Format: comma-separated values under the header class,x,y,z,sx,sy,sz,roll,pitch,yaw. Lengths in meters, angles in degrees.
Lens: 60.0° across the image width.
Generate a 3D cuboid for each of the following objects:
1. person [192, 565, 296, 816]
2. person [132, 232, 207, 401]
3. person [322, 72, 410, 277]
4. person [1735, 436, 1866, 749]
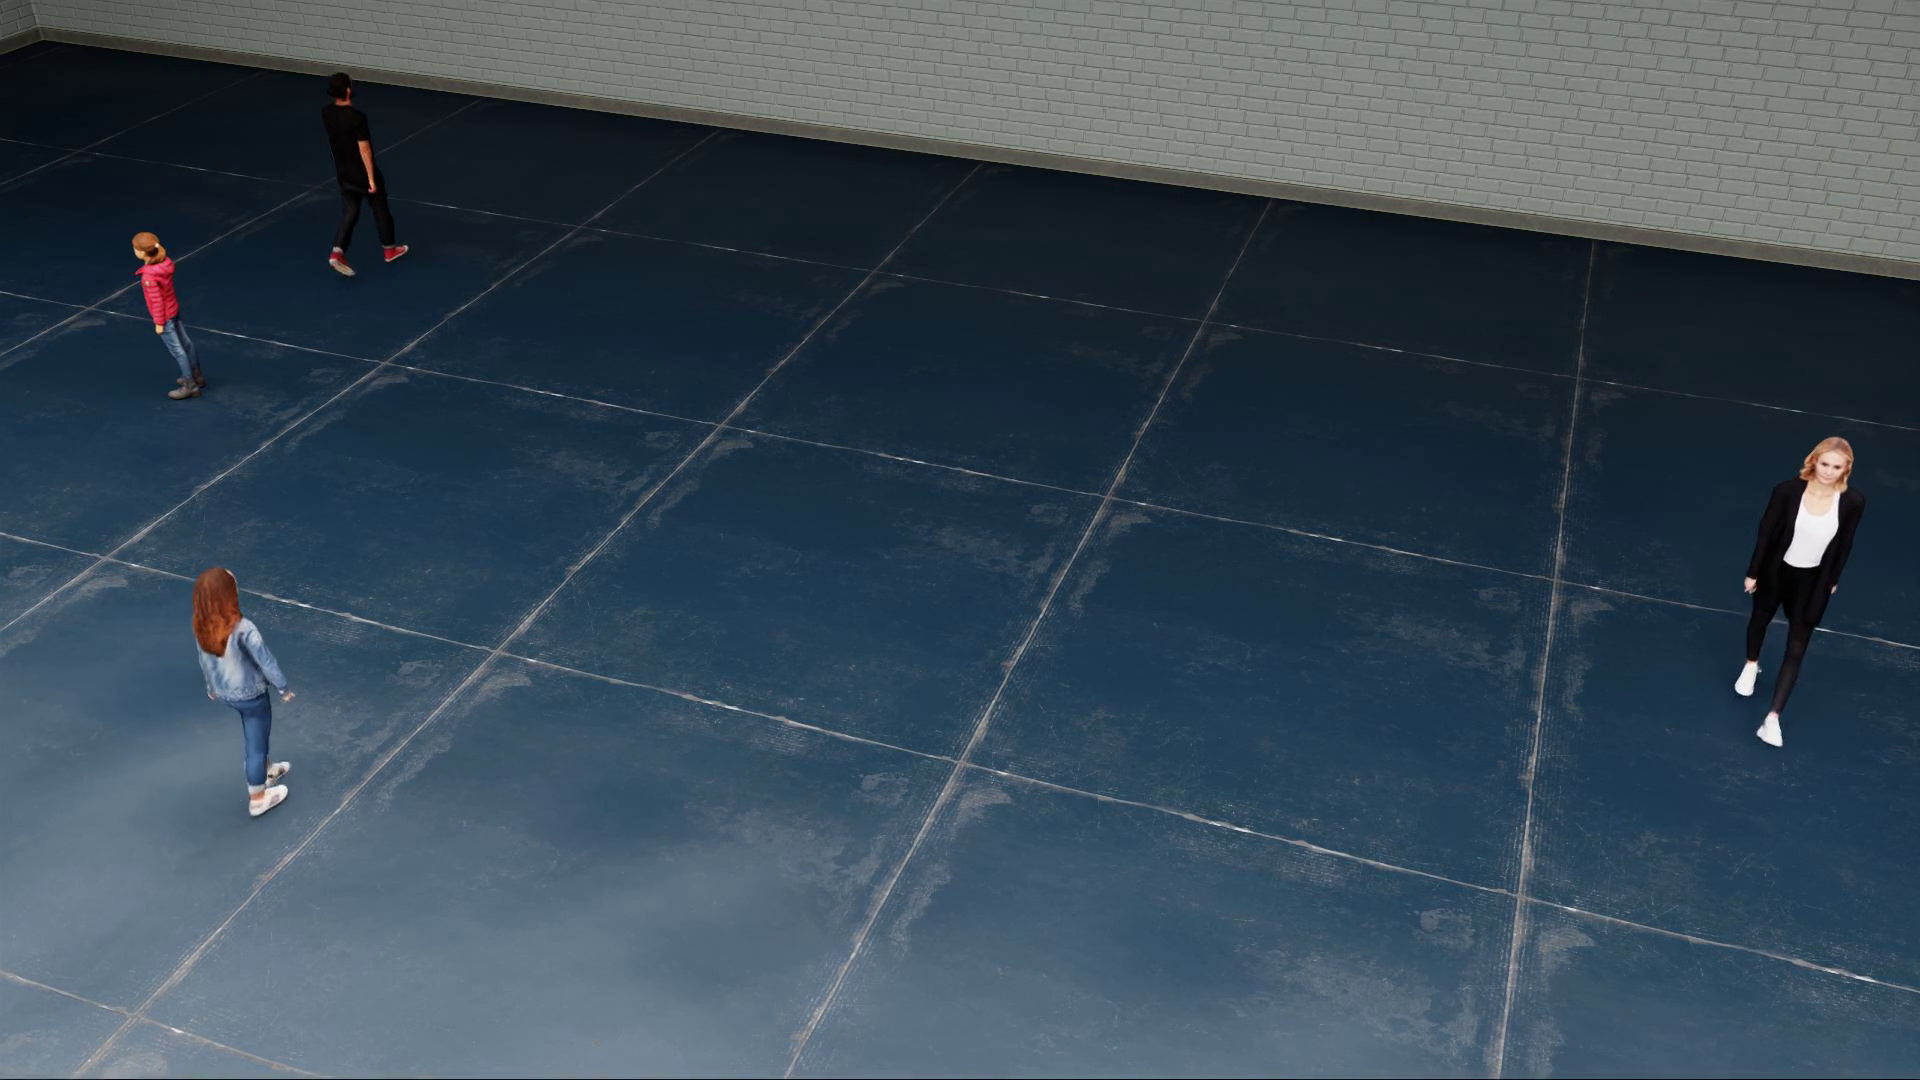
class,x,y,z,sx,sy,sz,roll,pitch,yaw
person,-3.737,0.814,8.540,0.591,1.463,0.606,13,35,19
person,-5.963,-1.704,12.544,0.637,1.317,0.533,-2,33,-3
person,-5.260,-3.123,14.348,0.657,1.730,1.077,12,35,18
person,4.614,0.182,9.233,0.690,1.765,1.106,14,36,20
